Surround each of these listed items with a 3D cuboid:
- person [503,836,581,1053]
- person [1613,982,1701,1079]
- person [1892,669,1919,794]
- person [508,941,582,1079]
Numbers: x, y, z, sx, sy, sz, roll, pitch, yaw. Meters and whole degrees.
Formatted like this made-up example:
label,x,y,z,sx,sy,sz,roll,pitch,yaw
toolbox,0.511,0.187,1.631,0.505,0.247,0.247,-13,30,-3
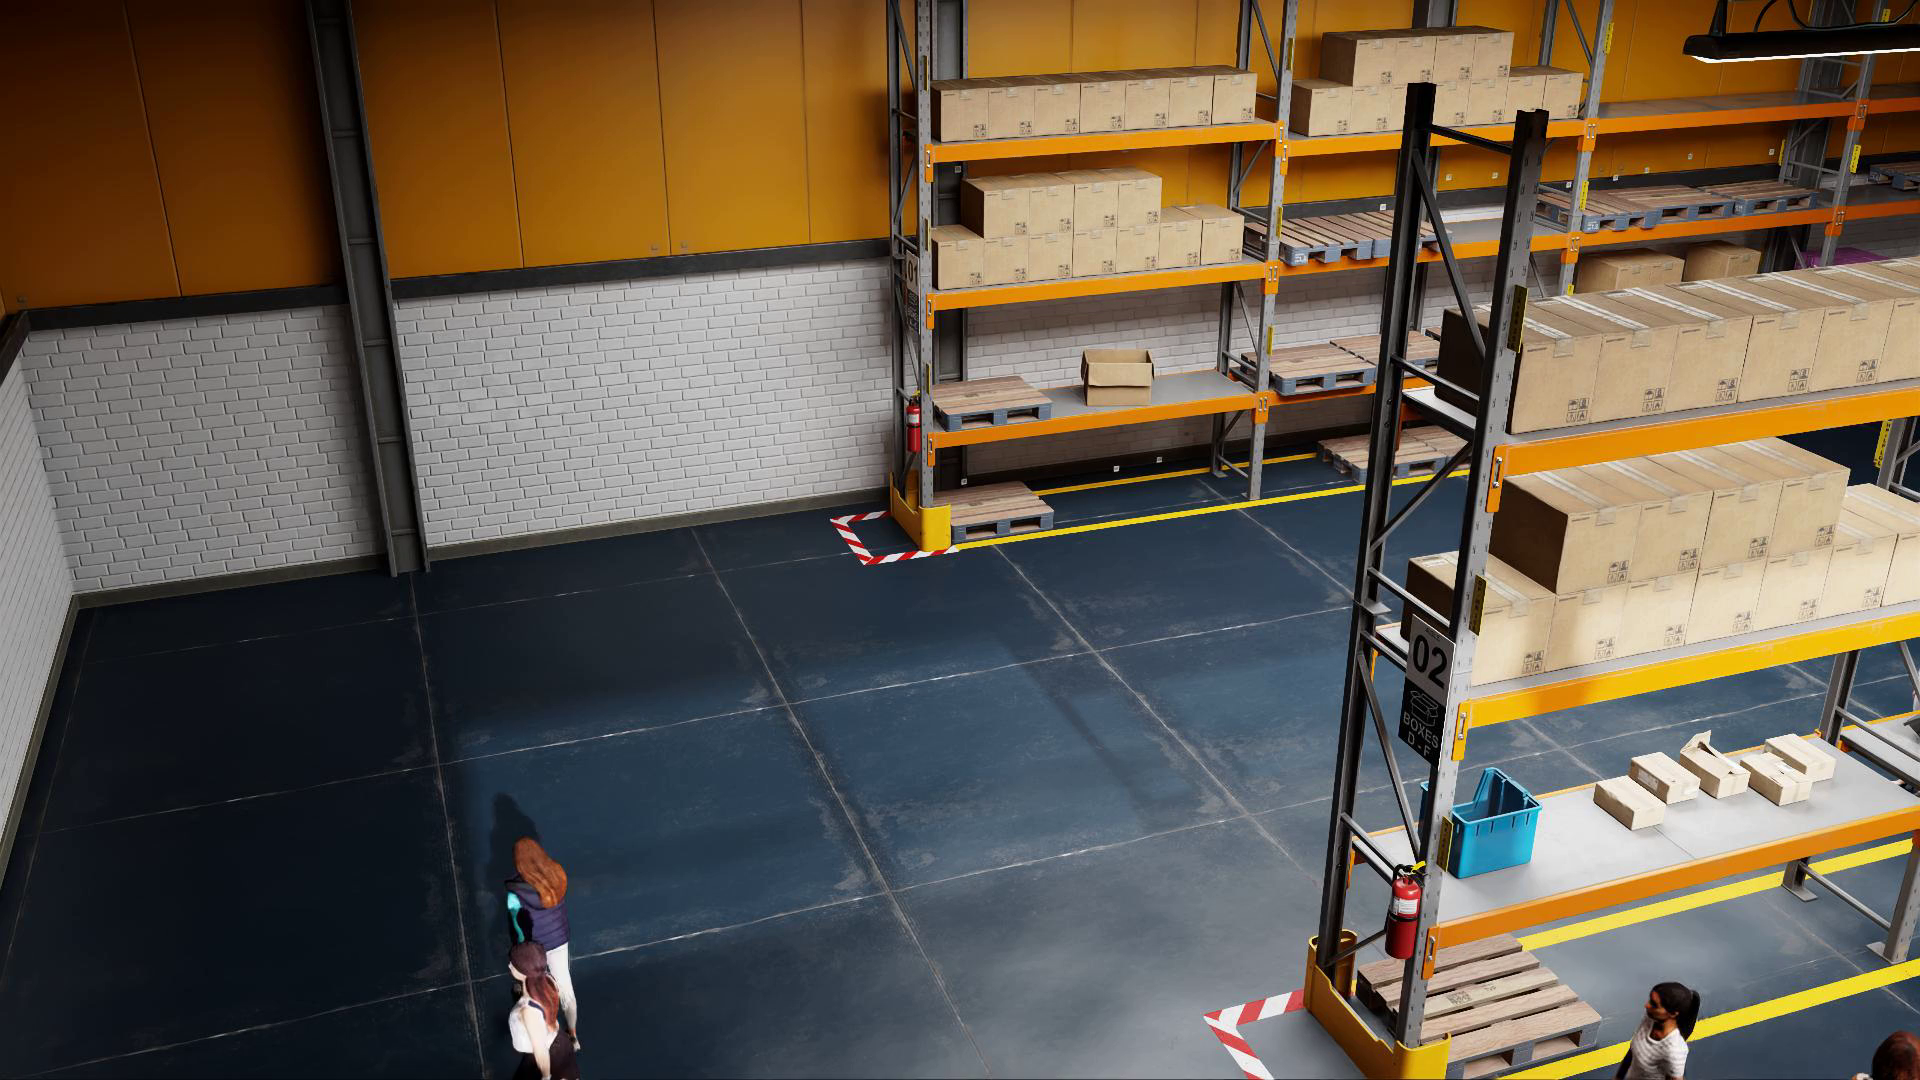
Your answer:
label,x,y,z,sx,sy,sz,roll,pitch,yaw
person,-2.593,2.568,10.492,0.981,1.460,0.848,-18,30,-36
person,3.858,3.099,9.103,1.188,1.599,0.934,3,24,7
person,7.690,1.265,13.091,0.602,1.766,0.630,-2,24,-6
person,-2.261,2.968,9.397,1.122,1.604,0.841,0,24,1
